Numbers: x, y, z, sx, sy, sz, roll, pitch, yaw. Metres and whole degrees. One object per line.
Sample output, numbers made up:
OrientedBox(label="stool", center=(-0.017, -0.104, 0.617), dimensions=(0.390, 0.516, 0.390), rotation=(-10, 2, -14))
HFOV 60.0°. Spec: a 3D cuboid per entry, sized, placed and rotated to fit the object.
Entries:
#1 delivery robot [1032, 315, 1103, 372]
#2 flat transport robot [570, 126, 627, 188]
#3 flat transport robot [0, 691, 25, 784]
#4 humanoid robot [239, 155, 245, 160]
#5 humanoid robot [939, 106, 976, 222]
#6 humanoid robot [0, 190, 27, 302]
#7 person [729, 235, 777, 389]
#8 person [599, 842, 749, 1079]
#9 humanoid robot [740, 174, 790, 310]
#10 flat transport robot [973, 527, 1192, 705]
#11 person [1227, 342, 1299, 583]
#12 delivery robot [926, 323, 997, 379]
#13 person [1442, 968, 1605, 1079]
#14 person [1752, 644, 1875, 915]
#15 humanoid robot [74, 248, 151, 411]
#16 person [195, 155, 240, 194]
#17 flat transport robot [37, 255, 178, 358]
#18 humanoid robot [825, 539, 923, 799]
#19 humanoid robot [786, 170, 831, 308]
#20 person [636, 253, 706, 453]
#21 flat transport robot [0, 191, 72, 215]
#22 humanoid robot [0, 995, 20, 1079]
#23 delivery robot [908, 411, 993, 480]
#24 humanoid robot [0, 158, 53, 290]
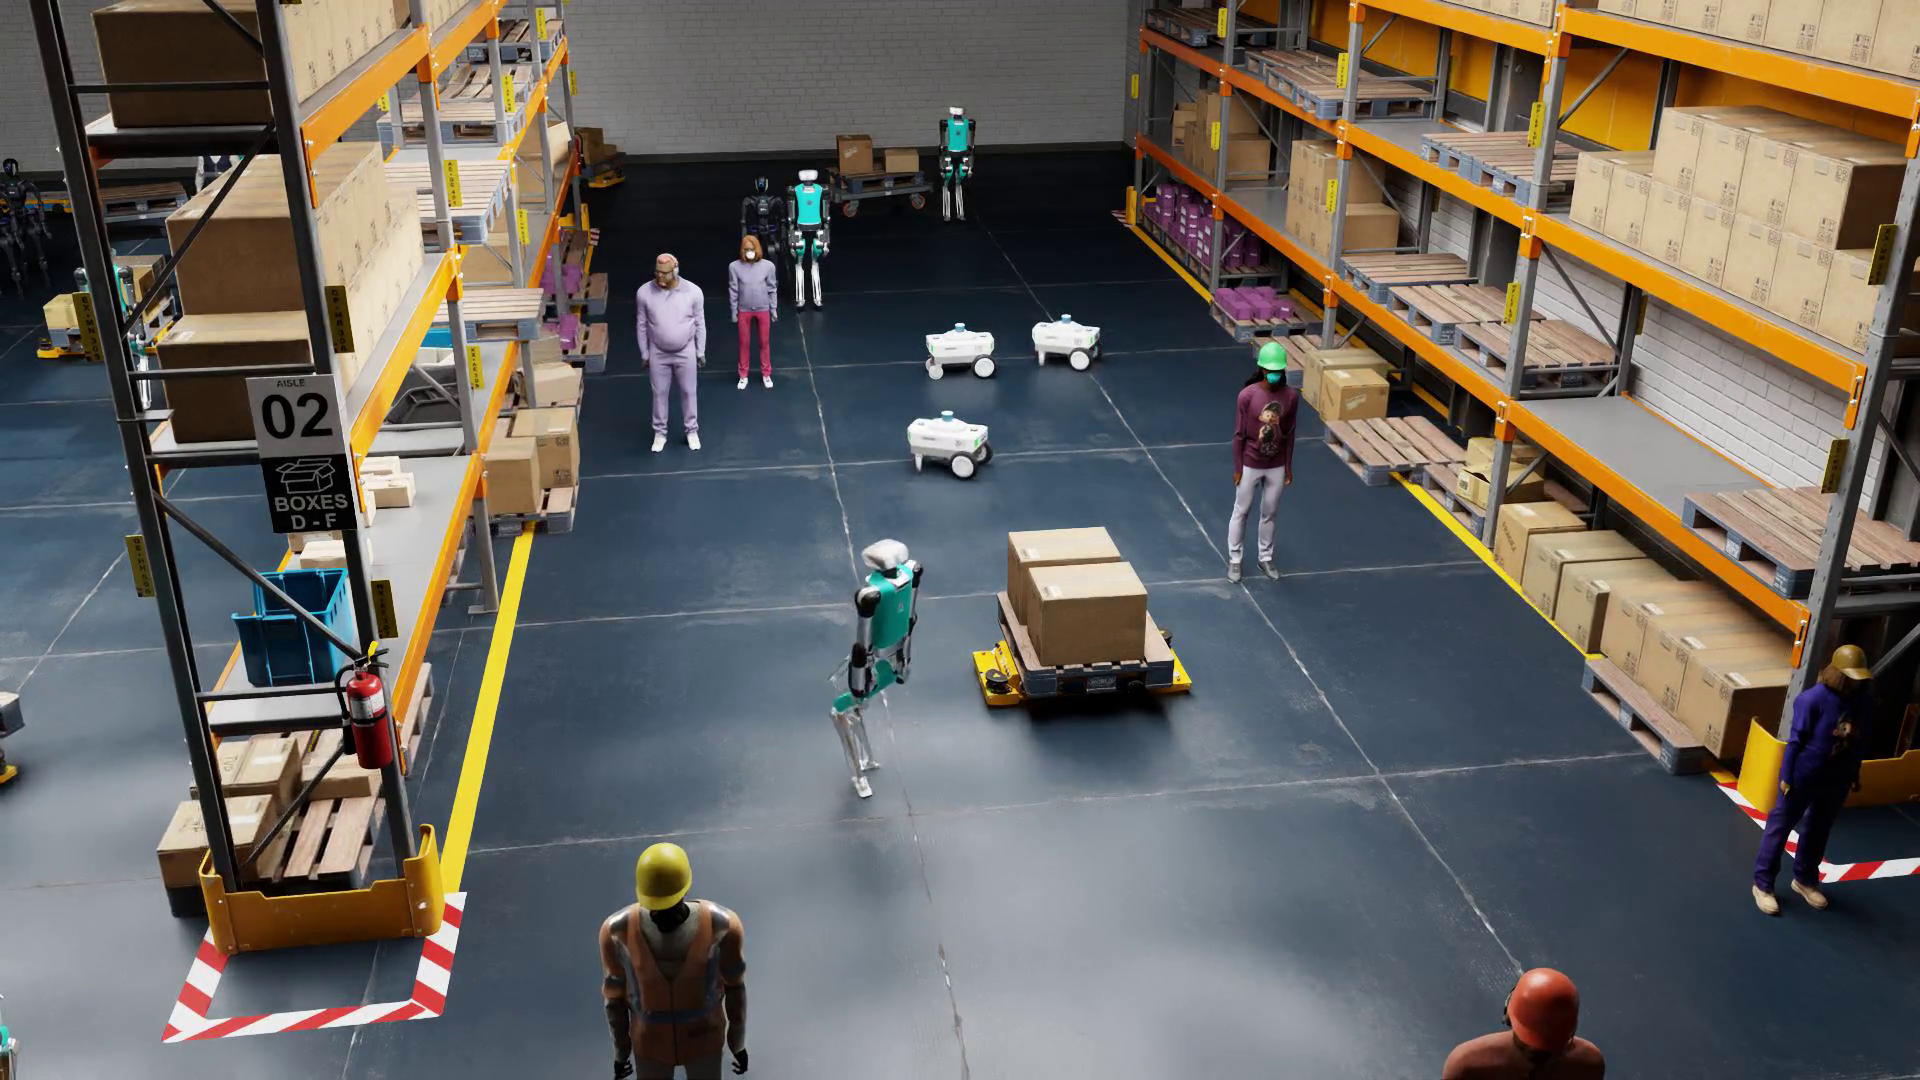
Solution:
OrientedBox(label="delivery robot", center=(1.190, -2.166, 18.267), dimensions=(0.774, 0.602, 0.515), rotation=(8, 25, 18))
OrientedBox(label="flat transport robot", center=(-6.280, -5.966, 27.269), dimensions=(1.431, 0.231, 0.659), rotation=(8, 25, 18))
OrientedBox(label="flat transport robot", center=(-6.723, 1.441, 10.396), dimensions=(1.431, 0.231, 0.659), rotation=(8, 25, 18))
OrientedBox(label="humanoid robot", center=(-11.118, -6.052, 25.473), dimensions=(0.533, 1.677, 0.735), rotation=(-3, 24, -8))
OrientedBox(label="humanoid robot", center=(-0.075, -5.511, 24.242), dimensions=(0.533, 1.676, 0.735), rotation=(-3, 24, -8))
OrientedBox(label="humanoid robot", center=(-11.848, -3.753, 20.459), dimensions=(0.599, 1.657, 0.315), rotation=(-3, 24, -8))
OrientedBox(label="person", center=(-2.156, -2.388, 17.417), dimensions=(0.500, 1.633, 0.285), rotation=(-3, 24, -6))
OrientedBox(label="person", center=(-1.163, 2.071, 6.898), dimensions=(0.587, 1.927, 0.382), rotation=(-3, 24, -6))
OrientedBox(label="humanoid robot", center=(-2.358, -3.601, 20.111), dimensions=(0.599, 1.657, 0.315), rotation=(-3, 24, -8))
OrientedBox(label="flat transport robot", center=(0.846, 0.881, 11.670), dimensions=(1.431, 0.231, 0.659), rotation=(-3, 24, -8))
OrientedBox(label="person", center=(2.367, -0.616, 12.991), dimensions=(0.489, 1.952, 0.421), rotation=(-3, 24, -6))
OrientedBox(label="delivery robot", center=(0.001, -2.052, 17.962), dimensions=(0.739, 0.566, 0.499), rotation=(-3, 24, -8))
OrientedBox(label="person", center=(2.010, 2.384, 6.107), dimensions=(0.610, 1.991, 0.388), rotation=(-3, 24, -6))
OrientedBox(label="person", center=(4.681, 1.297, 9.033), dimensions=(0.454, 1.623, 0.351), rotation=(-3, 24, -6))
OrientedBox(label="humanoid robot", center=(-8.330, -2.135, 16.550), dimensions=(0.533, 1.677, 0.735), rotation=(-3, 24, -8))
OrientedBox(label="person", center=(-9.993, -4.728, 22.595), dimensions=(0.758, 1.758, 0.447), rotation=(-3, 24, -6))
OrientedBox(label="flat transport robot", center=(-9.596, -2.273, 18.857), dimensions=(1.431, 0.231, 0.659), rotation=(-3, 24, -8))
OrientedBox(label="humanoid robot", center=(-0.624, 0.766, 10.114), dimensions=(0.818, 1.789, 0.585), rotation=(16, 28, 33))
OrientedBox(label="humanoid robot", center=(-1.826, -3.662, 20.028), dimensions=(0.533, 1.677, 0.735), rotation=(-3, 24, -8))
OrientedBox(label="person", center=(-2.703, -1.759, 15.654), dimensions=(0.641, 1.905, 0.403), rotation=(-3, 24, -6))
OrientedBox(label="flat transport robot", center=(-14.014, -5.143, 25.394), dimensions=(1.431, 0.231, 0.659), rotation=(-3, 24, -8))
OrientedBox(label="humanoid robot", center=(-4.336, 1.993, 7.144), dimensions=(0.533, 1.677, 0.735), rotation=(-3, 24, -8))
OrientedBox(label="delivery robot", center=(-0.088, -0.885, 15.348), dimensions=(0.774, 0.602, 0.515), rotation=(8, 25, 18))
OrientedBox(label="humanoid robot", center=(-11.796, -3.982, 20.980), dimensions=(0.599, 1.657, 0.315), rotation=(-3, 24, -8))
